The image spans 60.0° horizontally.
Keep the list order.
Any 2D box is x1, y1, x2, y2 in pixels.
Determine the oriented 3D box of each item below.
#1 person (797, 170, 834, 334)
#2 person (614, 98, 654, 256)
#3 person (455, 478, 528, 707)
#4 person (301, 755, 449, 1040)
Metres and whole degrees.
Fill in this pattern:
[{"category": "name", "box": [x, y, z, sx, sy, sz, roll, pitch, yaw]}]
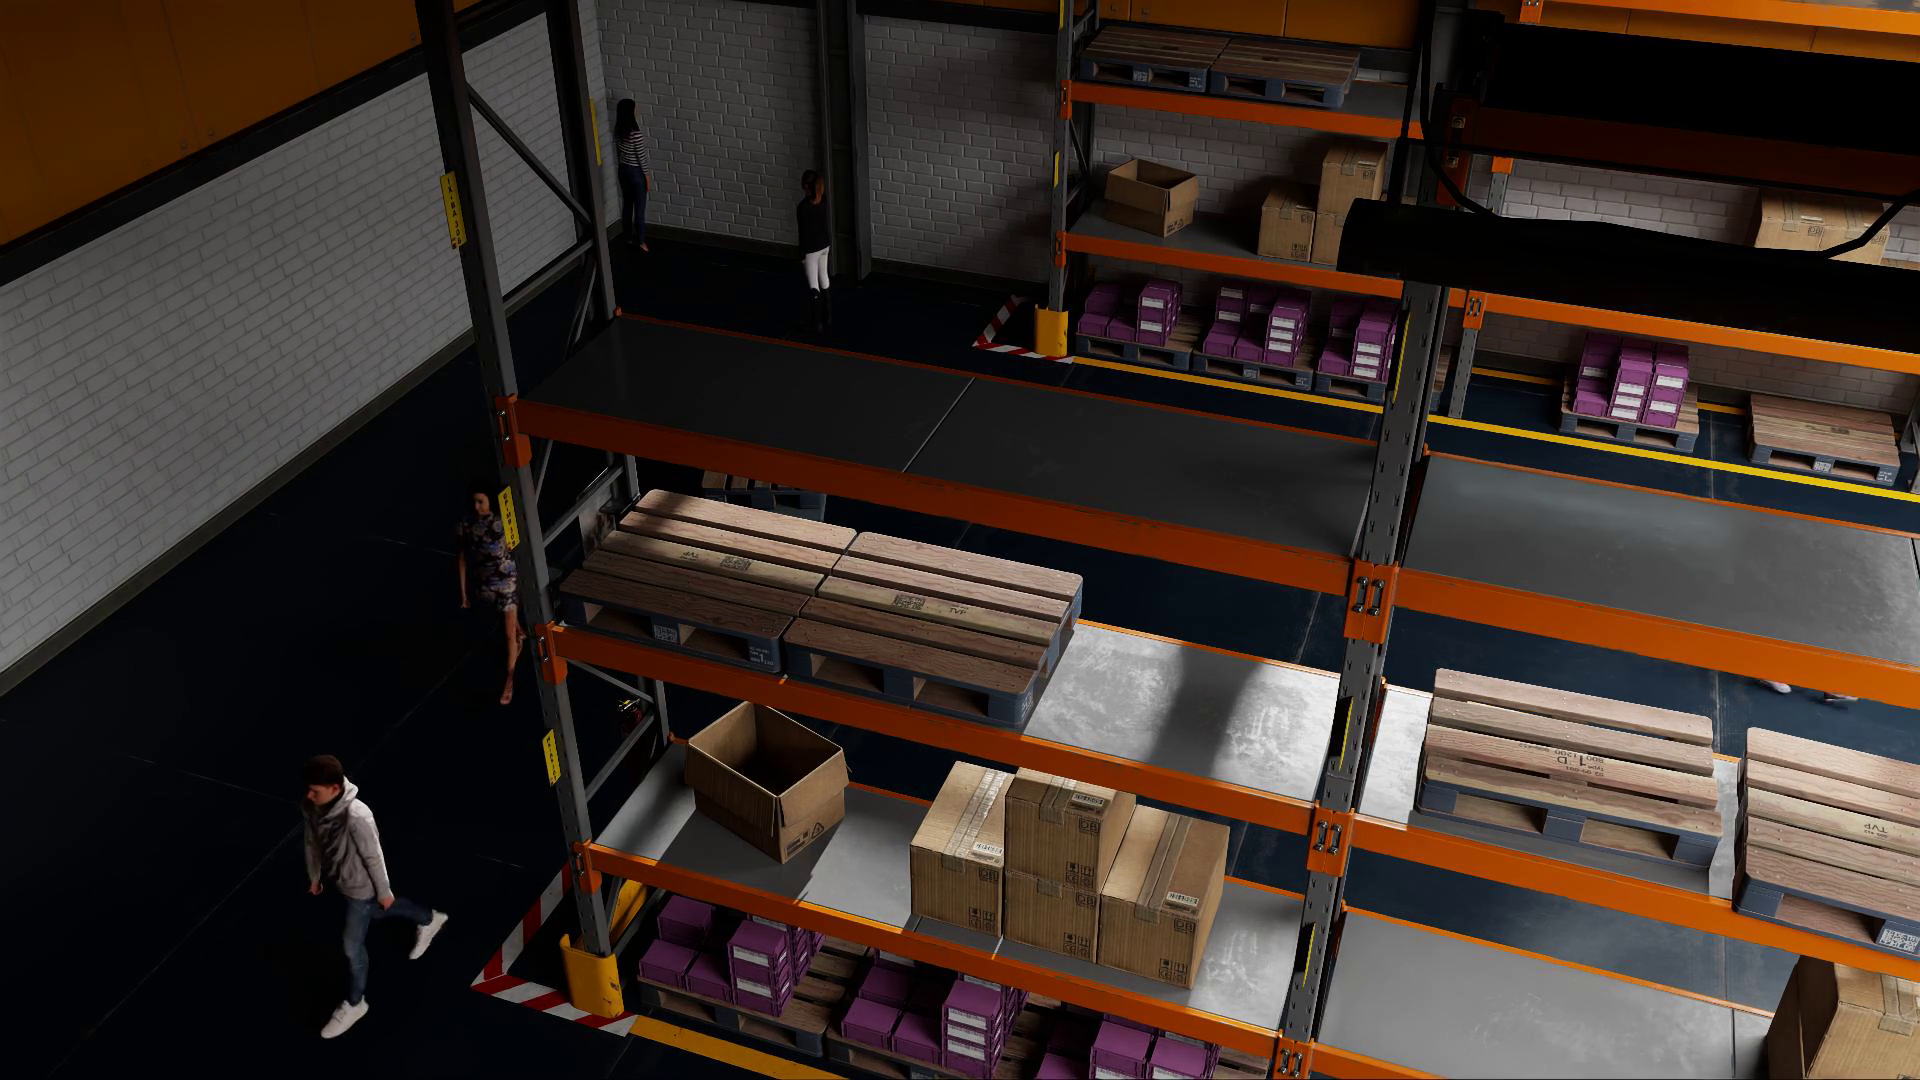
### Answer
[{"category": "person", "box": [-1.484, -2.943, 16.943, 0.606, 1.729, 0.617, 19, 38, 26]}, {"category": "person", "box": [-3.650, -4.033, 18.525, 0.543, 1.793, 0.699, 22, 40, 30]}, {"category": "person", "box": [-3.361, 0.273, 12.145, 1.144, 1.683, 0.933, 0, 34, 1]}, {"category": "person", "box": [-3.397, 1.909, 9.570, 1.254, 1.810, 0.948, 20, 38, 27]}]
